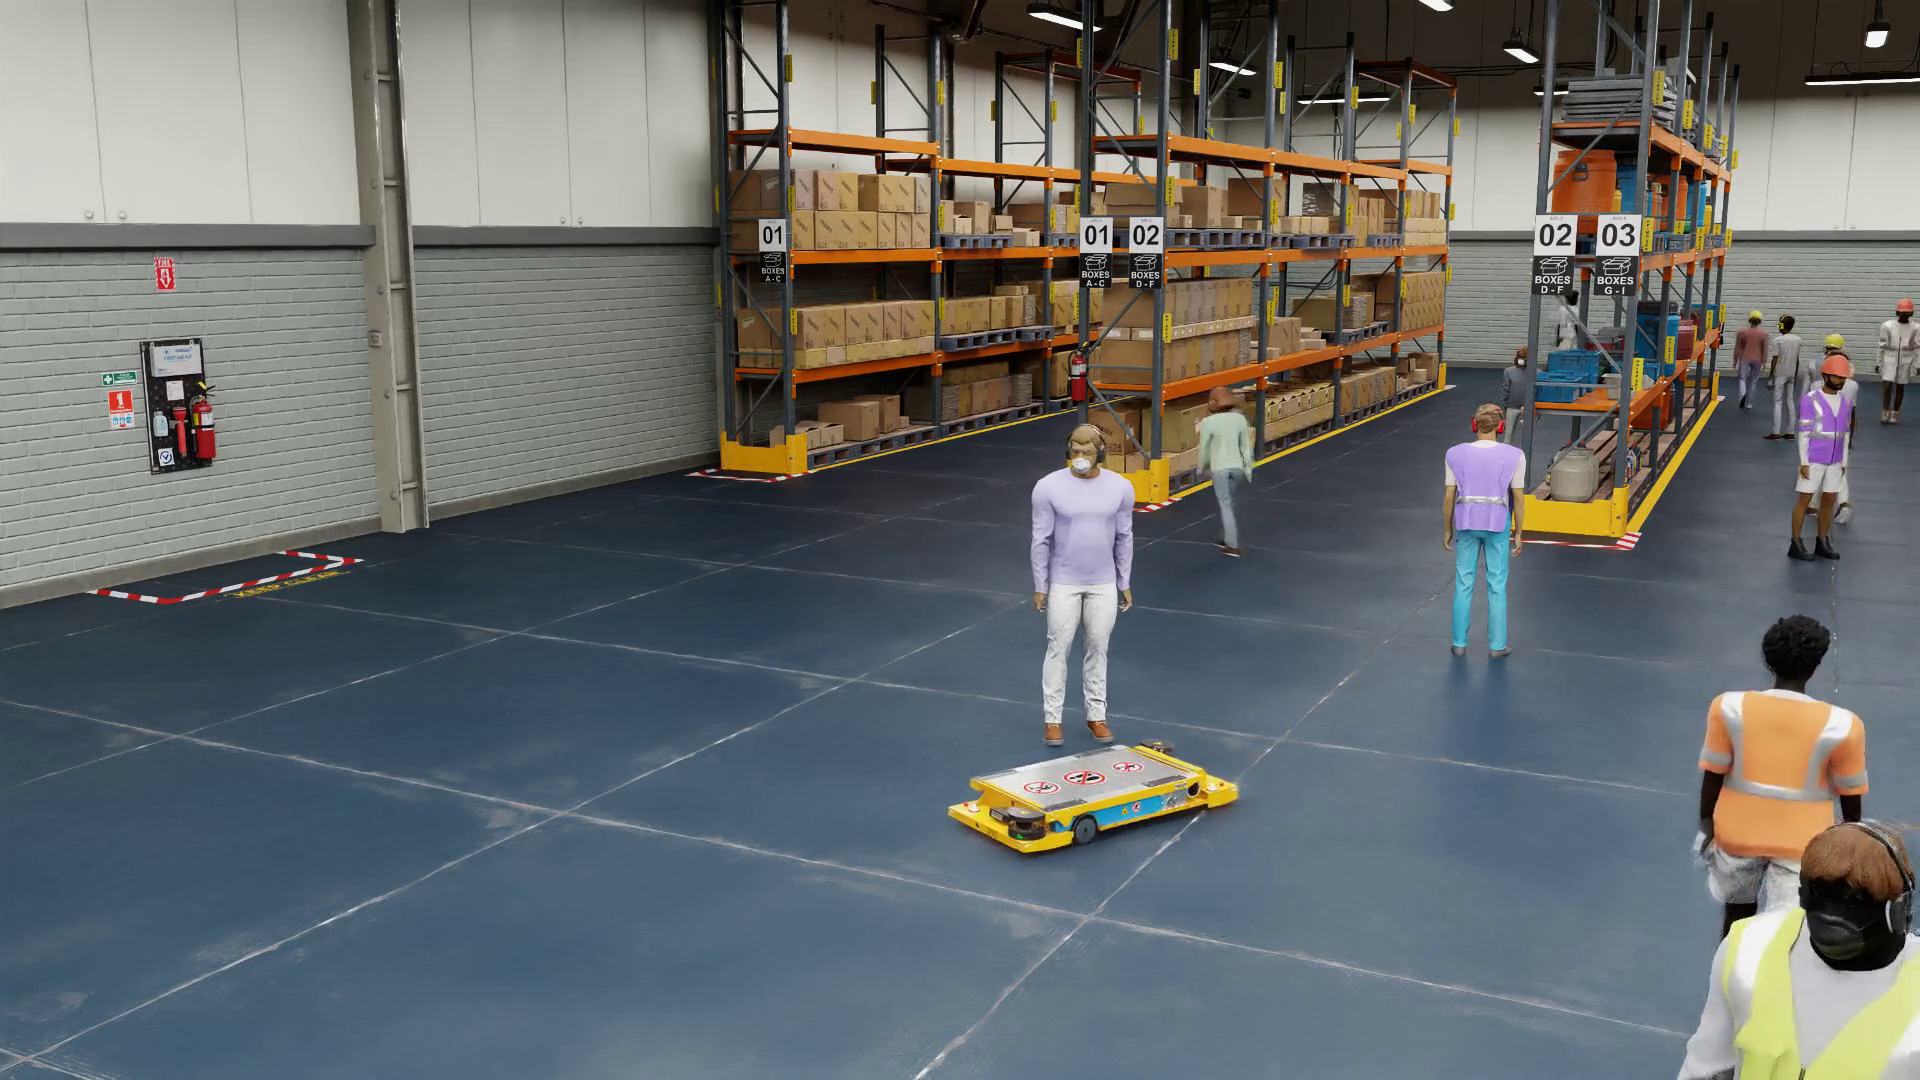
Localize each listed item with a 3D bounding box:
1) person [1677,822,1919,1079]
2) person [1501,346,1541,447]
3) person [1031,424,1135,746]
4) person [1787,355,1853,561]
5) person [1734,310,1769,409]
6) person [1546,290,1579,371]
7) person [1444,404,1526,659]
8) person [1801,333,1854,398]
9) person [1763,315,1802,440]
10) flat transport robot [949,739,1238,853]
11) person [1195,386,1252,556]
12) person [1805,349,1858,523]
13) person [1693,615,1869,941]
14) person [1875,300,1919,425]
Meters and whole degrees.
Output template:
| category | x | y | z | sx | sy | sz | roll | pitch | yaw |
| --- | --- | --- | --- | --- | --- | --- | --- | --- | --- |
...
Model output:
| category | x | y | z | sx | sy | sz | roll | pitch | yaw |
| --- | --- | --- | --- | --- | --- | --- | --- | --- | --- |
| person | 1.802 | 1.492 | 3.592 | 0.933 | 1.801 | 0.653 | -7 | 12 | -32 |
| person | 7.163 | -1.659 | 21.246 | 0.498 | 1.633 | 0.283 | 4 | 11 | 20 |
| person | 0.735 | 0.266 | 9.929 | 0.629 | 1.935 | 0.372 | -2 | 11 | -9 |
| person | 8.092 | -0.762 | 15.556 | 0.545 | 1.930 | 0.376 | -2 | 11 | -11 |
| person | 13.741 | -3.121 | 28.894 | 0.532 | 1.744 | 0.620 | 5 | 11 | 24 |
| person | 12.568 | -4.232 | 34.503 | 0.989 | 1.931 | 0.600 | -1 | 10 | -4 |
| person | 3.751 | -0.056 | 11.941 | 0.565 | 1.839 | 0.385 | 5 | 11 | 24 |
| person | 11.016 | -1.728 | 21.166 | 0.599 | 1.803 | 0.834 | 9 | 14 | 40 |
| person | 12.254 | -2.412 | 24.753 | 0.515 | 1.863 | 0.345 | -3 | 11 | -16 |
| flat transport robot | 0.710 | 1.320 | 8.721 | 1.431 | 0.197 | 0.652 | -7 | 13 | -34 |
| person | 2.496 | -0.671 | 15.943 | 0.496 | 1.597 | 0.706 | -5 | 12 | -26 |
| person | 9.312 | -1.112 | 17.736 | 0.526 | 1.844 | 0.920 | 1 | 10 | 8 |
| person | 3.027 | 1.092 | 6.138 | 0.552 | 1.664 | 0.739 | 7 | 13 | 34 |
| person | 14.977 | -2.812 | 26.511 | 0.644 | 2.000 | 0.970 | 6 | 12 | 28 |
